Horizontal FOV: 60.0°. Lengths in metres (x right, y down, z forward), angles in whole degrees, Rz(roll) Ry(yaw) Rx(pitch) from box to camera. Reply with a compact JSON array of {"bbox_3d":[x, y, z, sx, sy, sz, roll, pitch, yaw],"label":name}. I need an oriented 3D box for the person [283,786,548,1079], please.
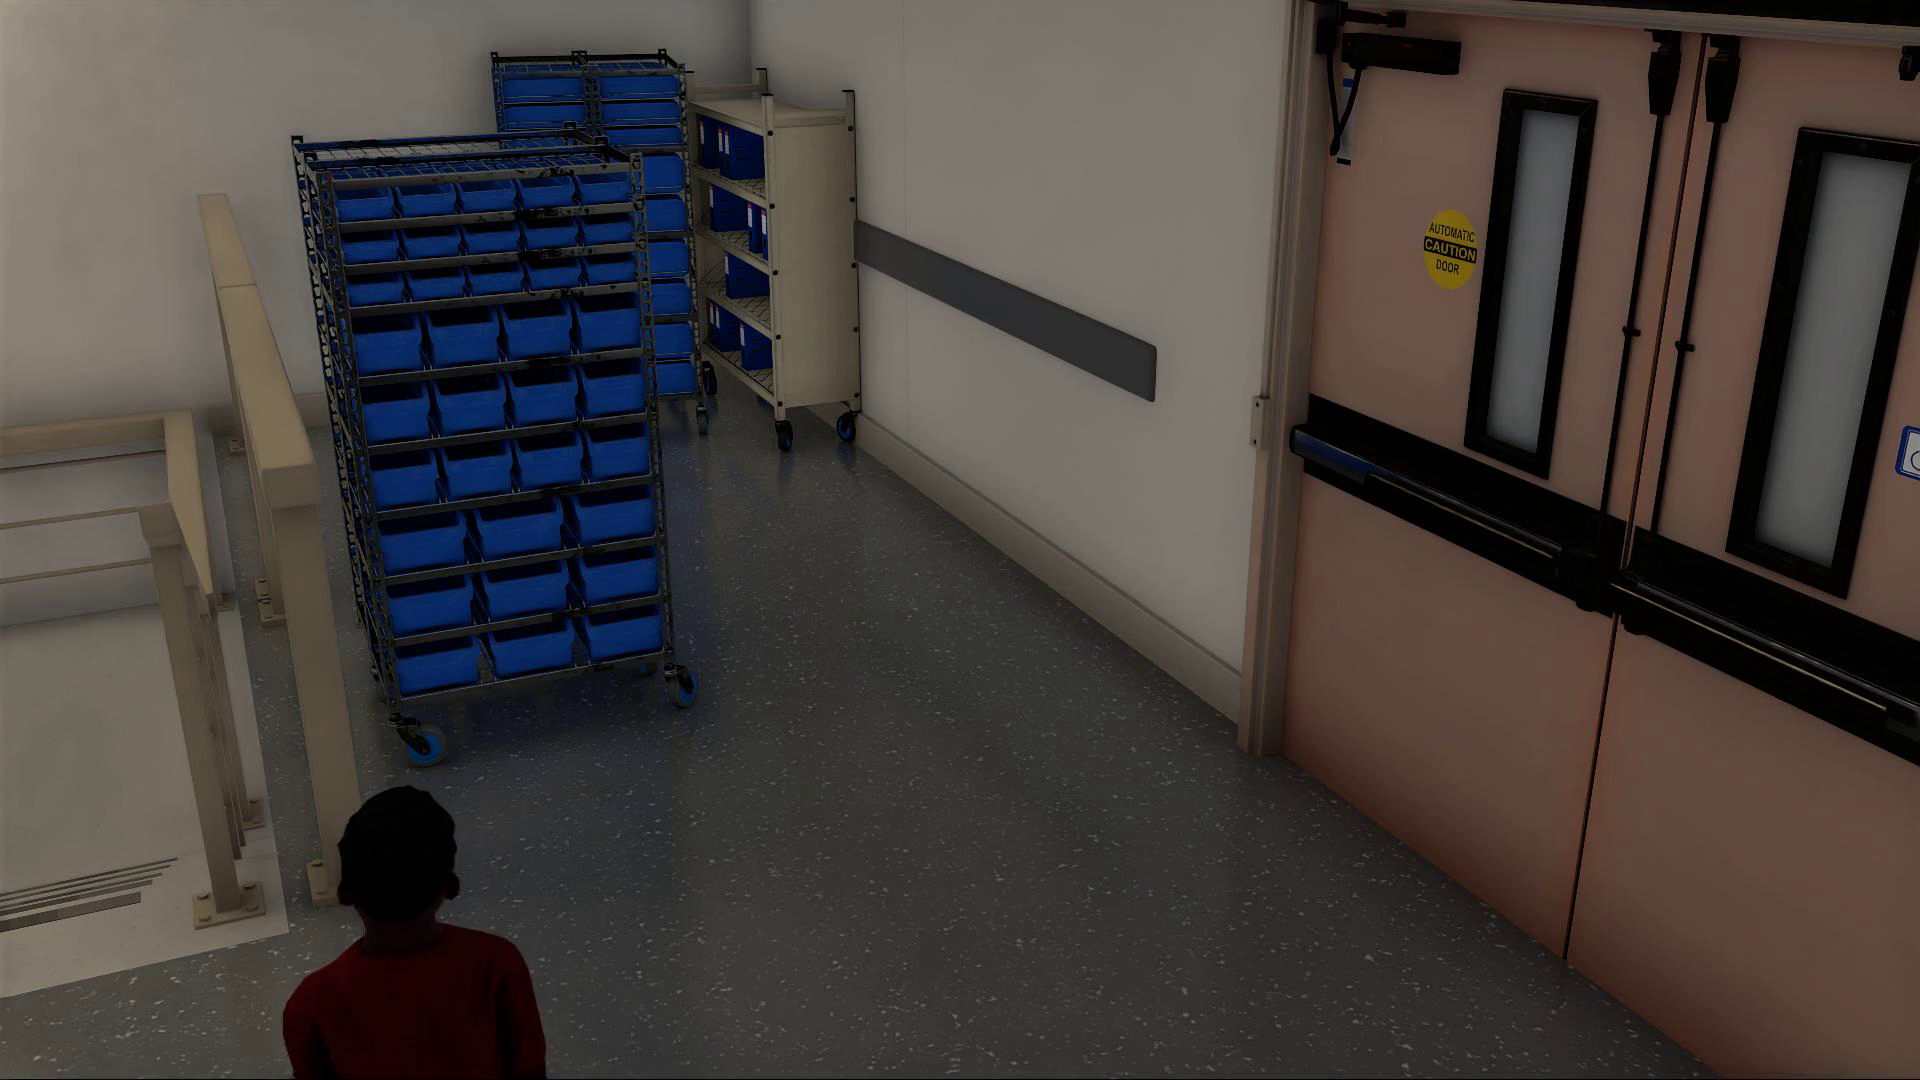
[{"bbox_3d":[-0.775,0.933,2.474,0.508,1.256,0.489,-12,24,-28],"label":"person"}]
